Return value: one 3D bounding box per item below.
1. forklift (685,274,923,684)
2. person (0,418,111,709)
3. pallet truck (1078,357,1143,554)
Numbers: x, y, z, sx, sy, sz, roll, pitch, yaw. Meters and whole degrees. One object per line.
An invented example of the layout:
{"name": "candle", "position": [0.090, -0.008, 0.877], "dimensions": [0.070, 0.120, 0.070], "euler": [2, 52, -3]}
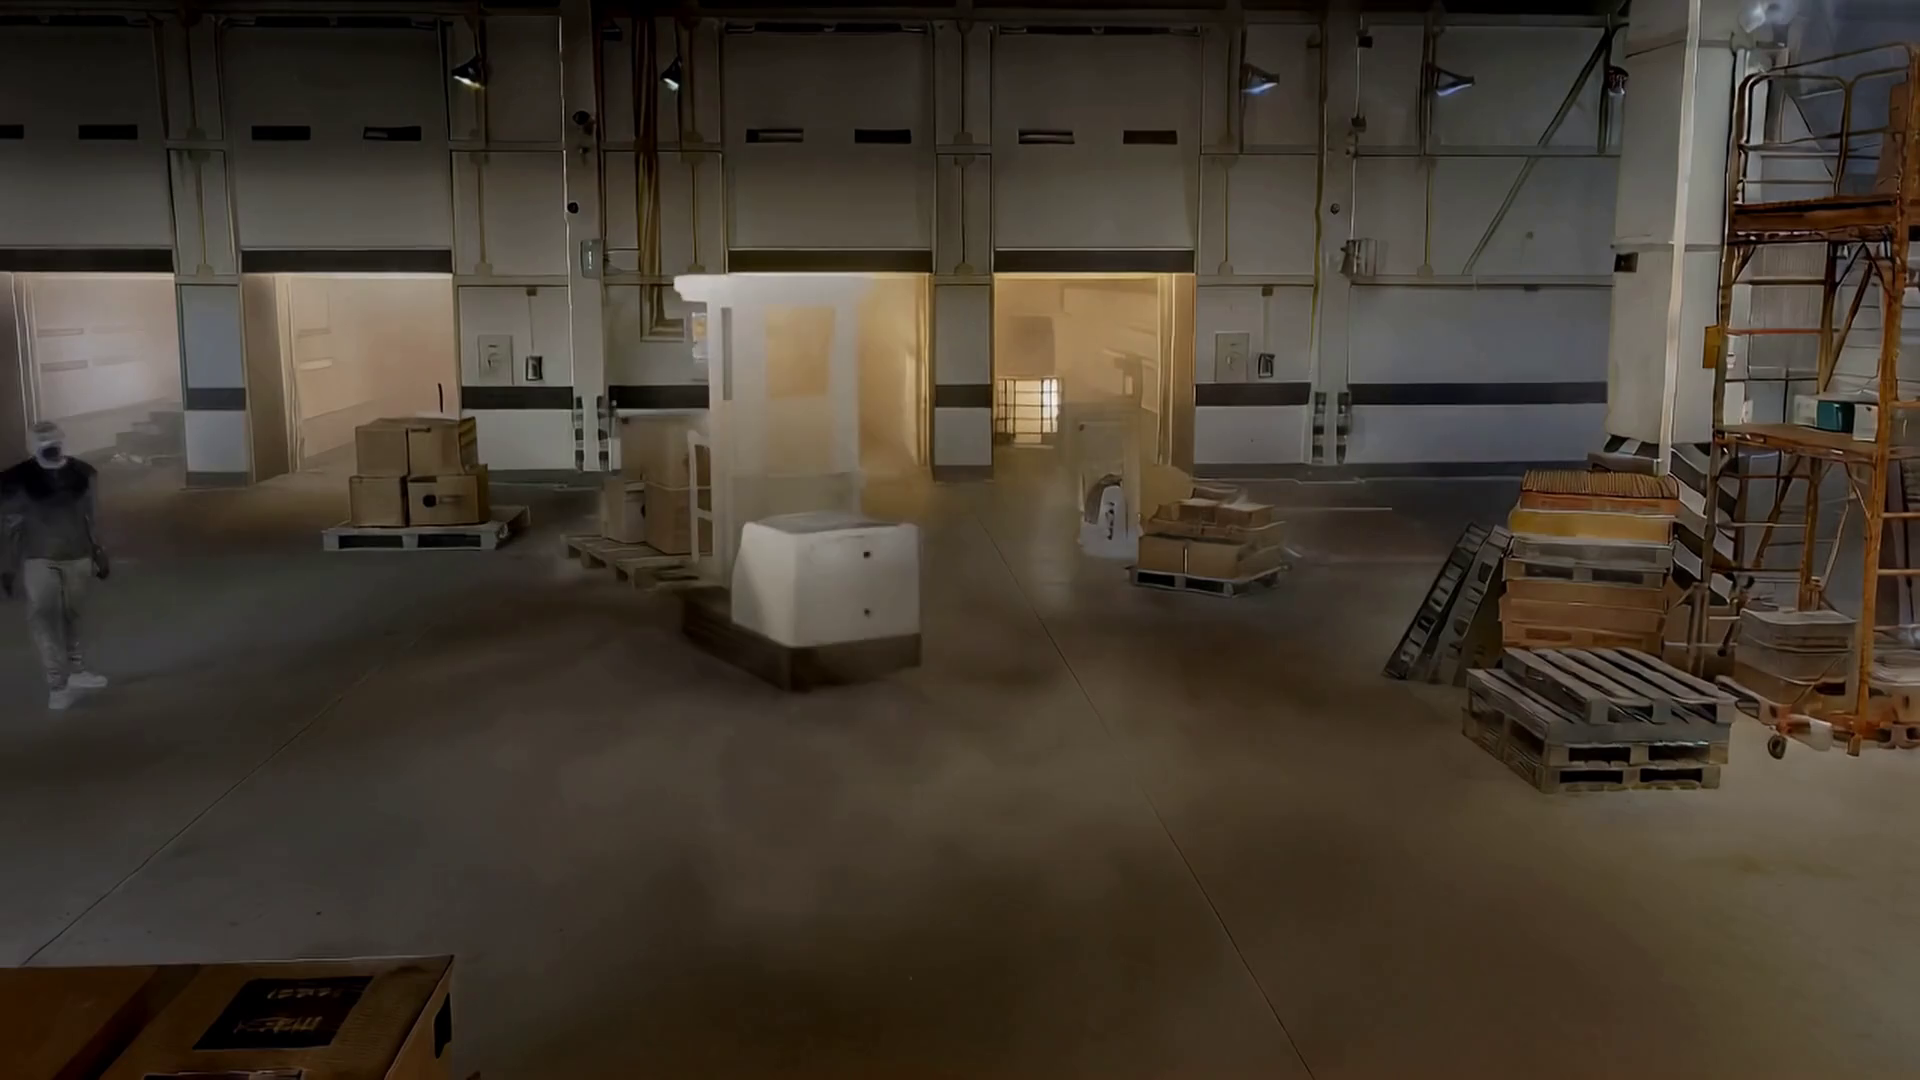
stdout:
{"name": "forklift", "position": [-1.151, -0.522, 12.024], "dimensions": [1.129, 2.768, 1.873], "euler": [-5, 10, -30]}
{"name": "person", "position": [-5.997, 0.136, 11.026], "dimensions": [0.622, 1.904, 0.665], "euler": [7, 11, 37]}
{"name": "pallet truck", "position": [2.088, -0.836, 16.757], "dimensions": [1.885, 1.965, 0.823], "euler": [2, 9, 13]}
